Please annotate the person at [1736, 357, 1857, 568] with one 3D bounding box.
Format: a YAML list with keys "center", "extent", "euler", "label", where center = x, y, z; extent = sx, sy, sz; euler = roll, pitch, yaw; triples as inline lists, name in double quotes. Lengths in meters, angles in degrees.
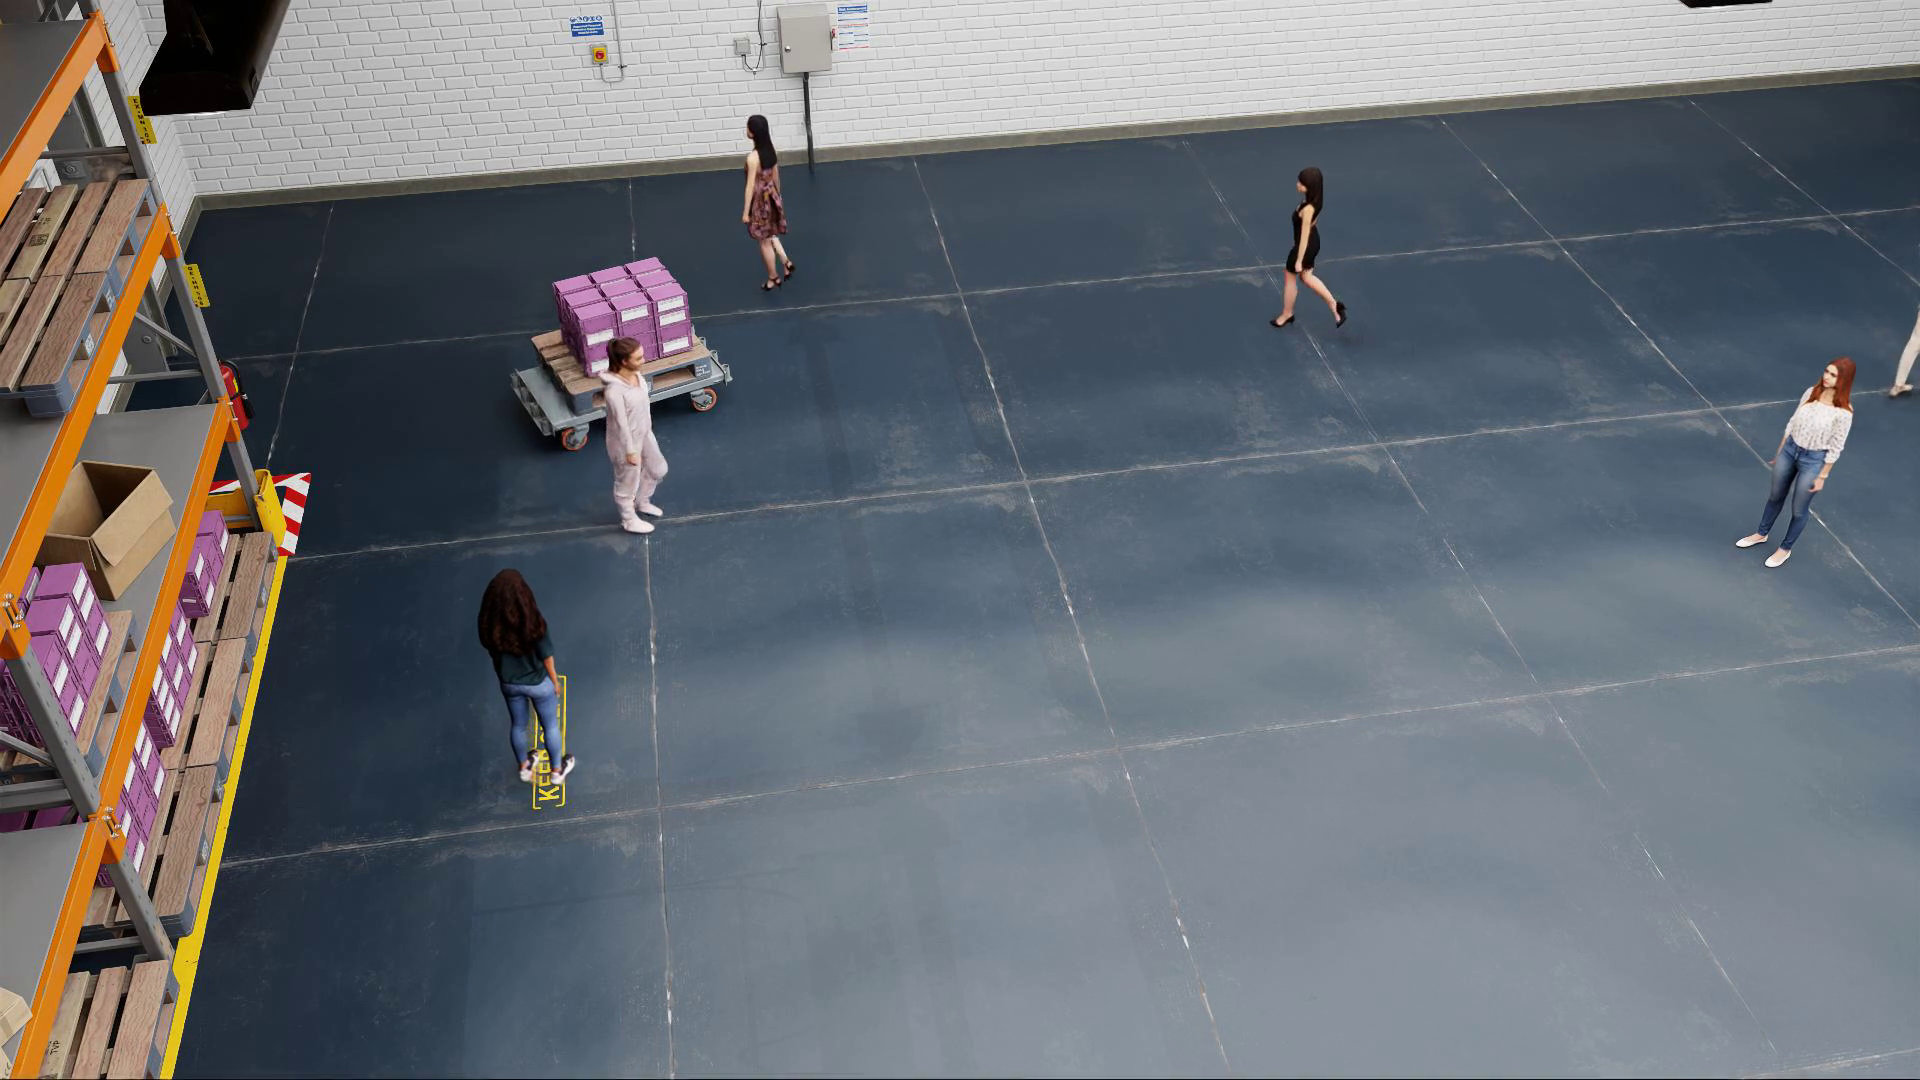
- center: [6.118, -0.582, 12.033]
  extent: [0.684, 1.728, 0.531]
  euler: [-17, 42, -20]
  label: "person"

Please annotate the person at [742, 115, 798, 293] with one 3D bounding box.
- center: [-1.701, -2.990, 15.020]
  extent: [0.850, 1.764, 0.804]
  euler: [13, 40, 15]
  label: "person"

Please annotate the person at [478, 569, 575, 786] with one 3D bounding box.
- center: [-2.694, 0.864, 10.316]
  extent: [0.656, 1.611, 0.671]
  euler: [5, 39, 6]
  label: "person"

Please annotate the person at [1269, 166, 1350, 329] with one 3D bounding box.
- center: [3.094, -2.505, 14.524]
  extent: [0.936, 1.624, 0.959]
  euler: [15, 41, 18]
  label: "person"

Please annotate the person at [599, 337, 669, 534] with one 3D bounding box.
- center: [-2.527, -0.778, 12.321]
  extent: [0.800, 1.675, 0.694]
  euler: [12, 40, 14]
  label: "person"
